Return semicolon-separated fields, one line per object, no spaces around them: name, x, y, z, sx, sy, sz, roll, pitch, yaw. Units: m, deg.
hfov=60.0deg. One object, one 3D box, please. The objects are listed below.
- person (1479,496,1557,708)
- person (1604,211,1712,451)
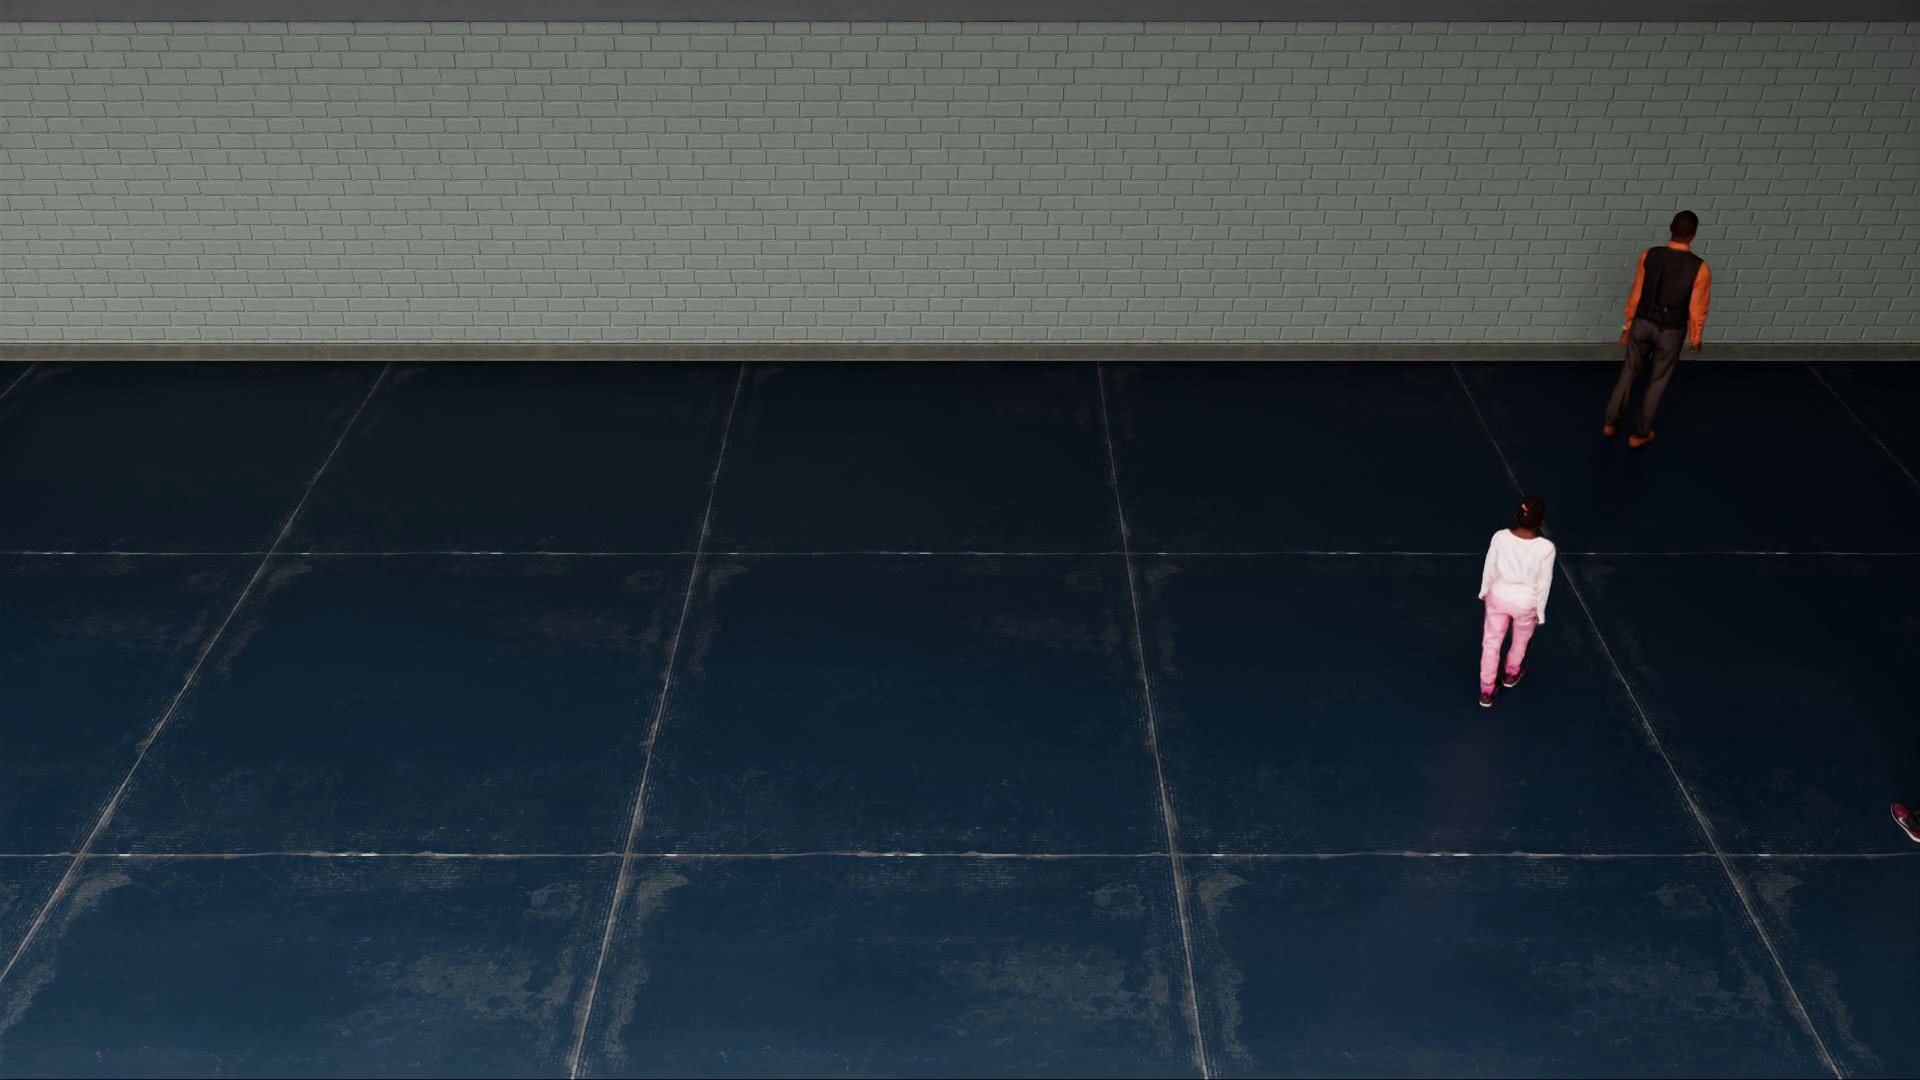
person;3.270;0.385;9.867;0.743;1.435;0.843;16;36;23
person;5.179;-1.520;12.366;0.836;1.905;0.896;28;43;36
